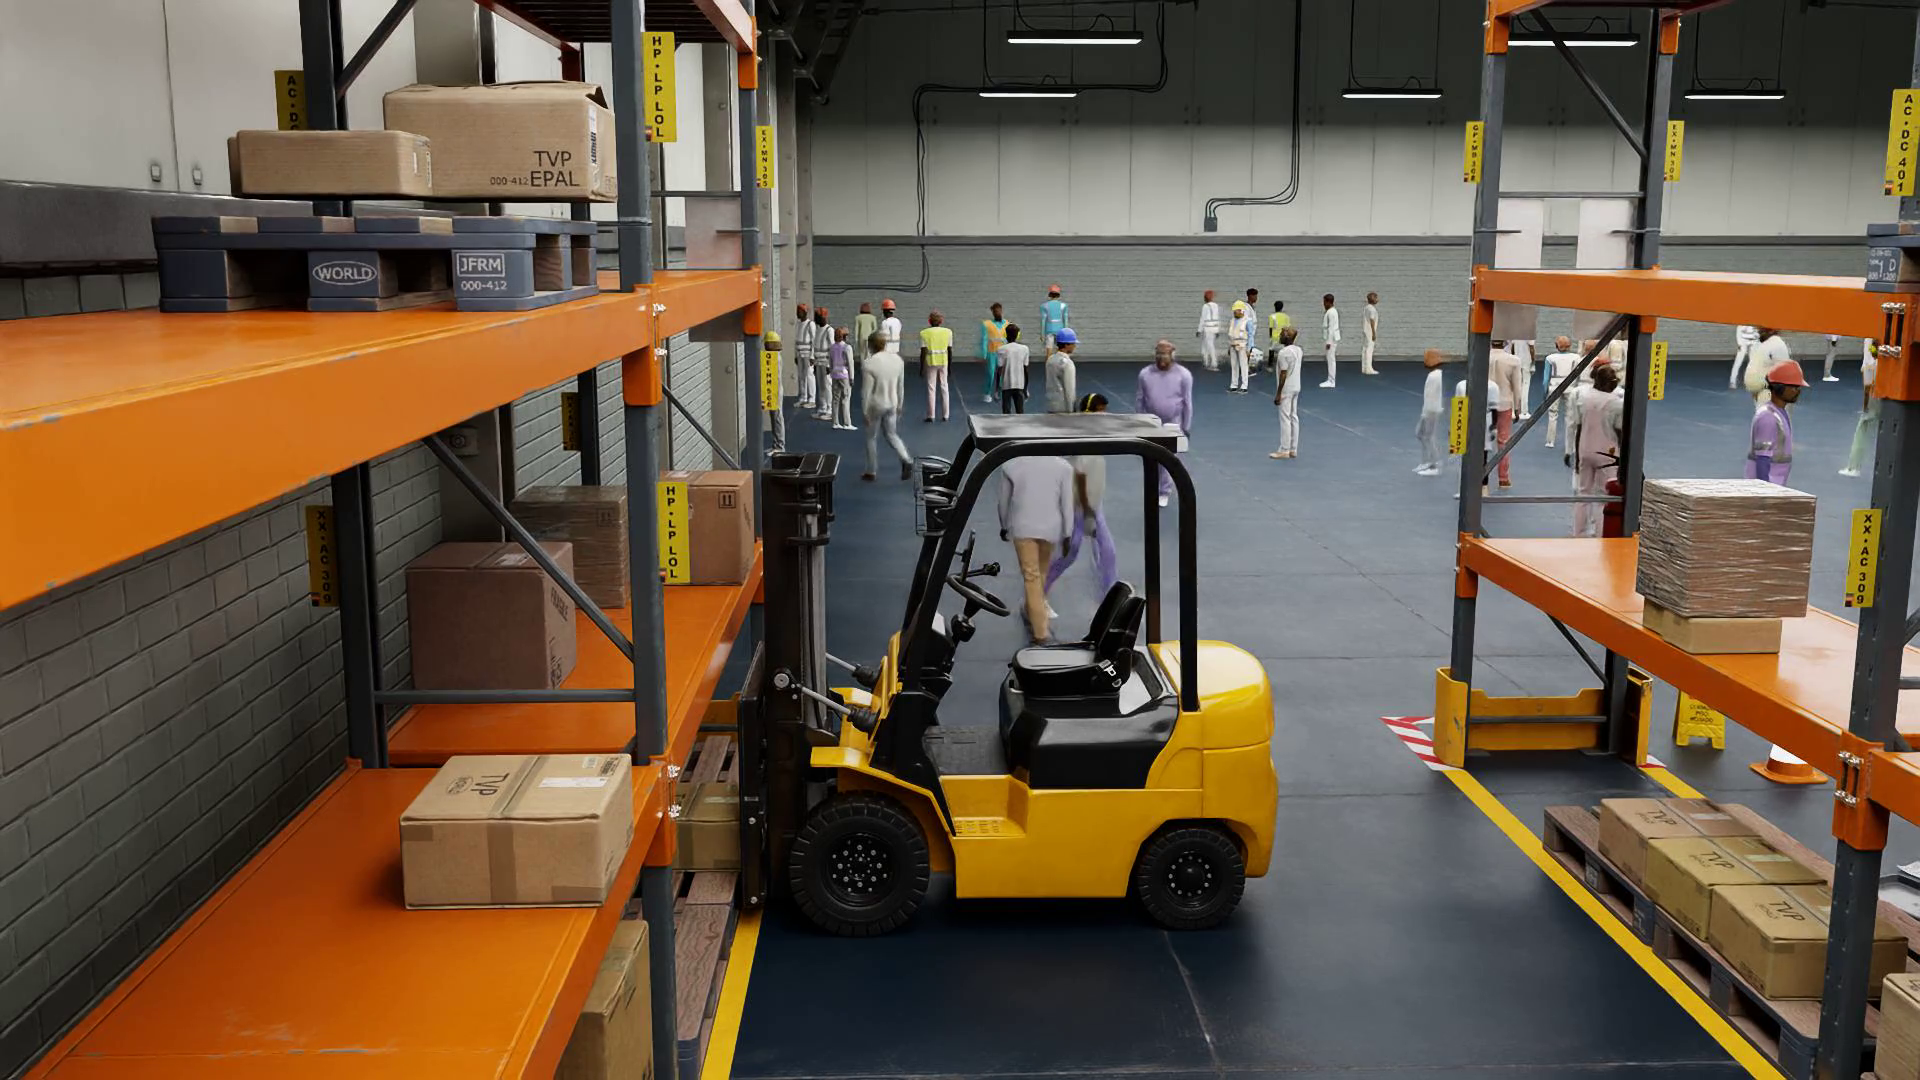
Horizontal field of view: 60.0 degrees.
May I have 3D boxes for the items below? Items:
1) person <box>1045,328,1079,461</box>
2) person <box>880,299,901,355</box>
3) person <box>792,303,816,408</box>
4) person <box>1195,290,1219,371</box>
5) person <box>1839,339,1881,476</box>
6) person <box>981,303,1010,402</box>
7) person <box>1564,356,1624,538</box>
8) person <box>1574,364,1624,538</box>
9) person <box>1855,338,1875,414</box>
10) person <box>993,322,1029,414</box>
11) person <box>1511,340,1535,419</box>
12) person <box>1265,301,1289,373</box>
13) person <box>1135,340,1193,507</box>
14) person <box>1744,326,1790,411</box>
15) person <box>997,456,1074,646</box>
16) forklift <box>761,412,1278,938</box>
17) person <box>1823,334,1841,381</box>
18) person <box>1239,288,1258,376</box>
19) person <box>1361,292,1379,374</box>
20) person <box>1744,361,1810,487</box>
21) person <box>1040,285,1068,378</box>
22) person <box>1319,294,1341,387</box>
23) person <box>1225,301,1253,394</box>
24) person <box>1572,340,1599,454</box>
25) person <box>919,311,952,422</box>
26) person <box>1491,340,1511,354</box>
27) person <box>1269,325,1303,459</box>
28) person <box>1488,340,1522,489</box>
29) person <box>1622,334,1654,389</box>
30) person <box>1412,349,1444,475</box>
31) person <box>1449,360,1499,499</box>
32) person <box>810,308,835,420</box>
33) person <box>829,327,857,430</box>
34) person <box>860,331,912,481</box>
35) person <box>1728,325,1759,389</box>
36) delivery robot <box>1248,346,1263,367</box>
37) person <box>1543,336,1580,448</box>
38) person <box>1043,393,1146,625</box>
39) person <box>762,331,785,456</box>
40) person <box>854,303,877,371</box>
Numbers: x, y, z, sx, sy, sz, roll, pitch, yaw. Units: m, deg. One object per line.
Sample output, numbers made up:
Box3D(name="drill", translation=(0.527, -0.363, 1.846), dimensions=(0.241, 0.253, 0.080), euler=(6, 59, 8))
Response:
Box3D(name="person", translation=(1.252, -1.623, 20.398), dimensions=(0.409, 1.943, 0.612), euler=(-4, 11, -22))
Box3D(name="person", translation=(-1.304, -3.419, 30.392), dimensions=(0.364, 1.935, 0.553), euler=(5, 11, 27))
Box3D(name="person", translation=(-2.799, -3.321, 30.001), dimensions=(0.352, 1.881, 0.576), euler=(-8, 13, -38))
Box3D(name="person", translation=(5.729, -4.871, 38.720), dimensions=(0.735, 1.857, 0.572), euler=(7, 12, 33))
Box3D(name="person", translation=(11.554, -1.654, 20.904), dimensions=(0.492, 1.829, 0.973), euler=(-1, 10, -7))
Box3D(name="person", translation=(0.658, -3.437, 30.714), dimensions=(0.614, 1.880, 0.911), euler=(-4, 11, -20))
Box3D(name="person", translation=(6.274, -0.874, 16.391), dimensions=(0.601, 1.872, 0.423), euler=(5, 11, 24))
Box3D(name="person", translation=(6.108, -0.761, 15.891), dimensions=(0.348, 1.836, 0.506), euler=(-9, 13, -41))
Box3D(name="person", translation=(15.807, -3.056, 28.856), dimensions=(0.534, 1.766, 0.318), euler=(-7, 12, -33))
Box3D(name="person", translation=(0.717, -2.101, 23.238), dimensions=(0.520, 1.873, 0.328), euler=(-3, 11, -16))
Box3D(name="person", translation=(9.528, -2.972, 28.093), dimensions=(0.328, 1.872, 0.515), euler=(-5, 11, -27))
Box3D(name="person", translation=(7.255, -4.601, 37.751), dimensions=(0.539, 1.661, 0.860), euler=(-3, 11, -18))
Box3D(name="person", translation=(2.332, -1.346, 18.989), dimensions=(0.652, 1.890, 0.719), euler=(4, 11, 22))
Box3D(name="person", translation=(11.054, -2.115, 22.841), dimensions=(0.548, 2.000, 0.704), euler=(1, 10, 6))
Box3D(name="person", translation=(0.552, -0.090, 12.501), dimensions=(0.547, 1.690, 0.898), euler=(-2, 10, -13))
Box3D(name="forklift", translation=(0.291, 0.548, 7.580), dimensions=(2.313, 2.155, 1.214), euler=(0, 10, -2))
Box3D(name="person", translation=(18.823, -4.369, 35.759), dimensions=(0.394, 1.919, 0.582), euler=(7, 12, 33))
Box3D(name="person", translation=(6.448, -4.636, 37.126), dimensions=(0.376, 1.958, 0.608), euler=(4, 11, 23))
Box3D(name="person", translation=(9.282, -4.669, 37.614), dimensions=(0.344, 1.847, 0.504), euler=(-1, 10, -6))
Box3D(name="person", translation=(6.629, -0.444, 13.570), dimensions=(0.419, 2.034, 0.605), euler=(7, 12, 34))
Box3D(name="person", translation=(2.057, -4.558, 36.441), dimensions=(0.605, 2.045, 0.377), euler=(-1, 10, -5))
Box3D(name="person", translation=(7.645, -4.109, 34.313), dimensions=(0.399, 1.913, 0.590), euler=(3, 11, 15))
Box3D(name="person", translation=(5.498, -3.798, 32.798), dimensions=(0.403, 1.830, 0.600), euler=(-7, 13, -36))
Box3D(name="person", translation=(8.807, -1.989, 23.292), dimensions=(0.314, 1.632, 0.521), euler=(-8, 13, -37))
Box3D(name="person", translation=(-0.397, -2.873, 27.604), dimensions=(0.564, 1.847, 0.396), euler=(-3, 11, -17))
Box3D(name="person", translation=(9.932, -3.306, 30.591), dimensions=(0.310, 1.642, 0.514), euler=(-2, 10, -11))
Box3D(name="person", translation=(4.508, -2.034, 22.935), dimensions=(0.345, 1.847, 0.506), euler=(8, 13, 39))
Box3D(name="person", translation=(6.497, -1.616, 20.191), dimensions=(0.612, 1.995, 0.382), euler=(5, 11, 26))
Box3D(name="person", translation=(10.592, -2.636, 26.110), dimensions=(0.625, 1.903, 0.523), euler=(0, 10, -2))
Box3D(name="person", translation=(5.979, -1.637, 21.345), dimensions=(0.431, 1.614, 0.534), euler=(3, 11, 16))
Box3D(name="person", translation=(5.958, -1.295, 19.248), dimensions=(0.319, 1.691, 0.583), euler=(-10, 14, -44))
Box3D(name="person", translation=(-2.307, -2.972, 28.048), dimensions=(0.354, 1.886, 0.573), euler=(-6, 12, -30))
Box3D(name="person", translation=(-1.880, -2.564, 26.461), dimensions=(0.514, 1.641, 0.309), euler=(9, 13, 40))
Box3D(name="person", translation=(-0.946, -1.642, 20.602), dimensions=(0.653, 1.904, 0.793), euler=(-8, 13, -38))
Box3D(name="person", translation=(15.972, -3.978, 33.688), dimensions=(0.672, 1.872, 0.489), euler=(-1, 10, -3))
Box3D(name="delivery robot", translation=(6.847, -4.285, 38.807), dimensions=(0.477, 0.478, 0.707), euler=(4, 11, 20))
Box3D(name="person", translation=(8.719, -2.139, 24.124), dimensions=(0.518, 1.632, 0.313), euler=(2, 10, 11))
Box3D(name="person", translation=(0.961, -0.244, 13.048), dimensions=(0.980, 1.831, 0.519), euler=(5, 11, 25))
Box3D(name="person", translation=(-2.631, -2.055, 23.336), dimensions=(0.295, 1.743, 0.492), euler=(-3, 11, -15))
Box3D(name="person", translation=(-2.157, -4.618, 38.028), dimensions=(0.512, 1.602, 0.805), euler=(-1, 10, -4))
